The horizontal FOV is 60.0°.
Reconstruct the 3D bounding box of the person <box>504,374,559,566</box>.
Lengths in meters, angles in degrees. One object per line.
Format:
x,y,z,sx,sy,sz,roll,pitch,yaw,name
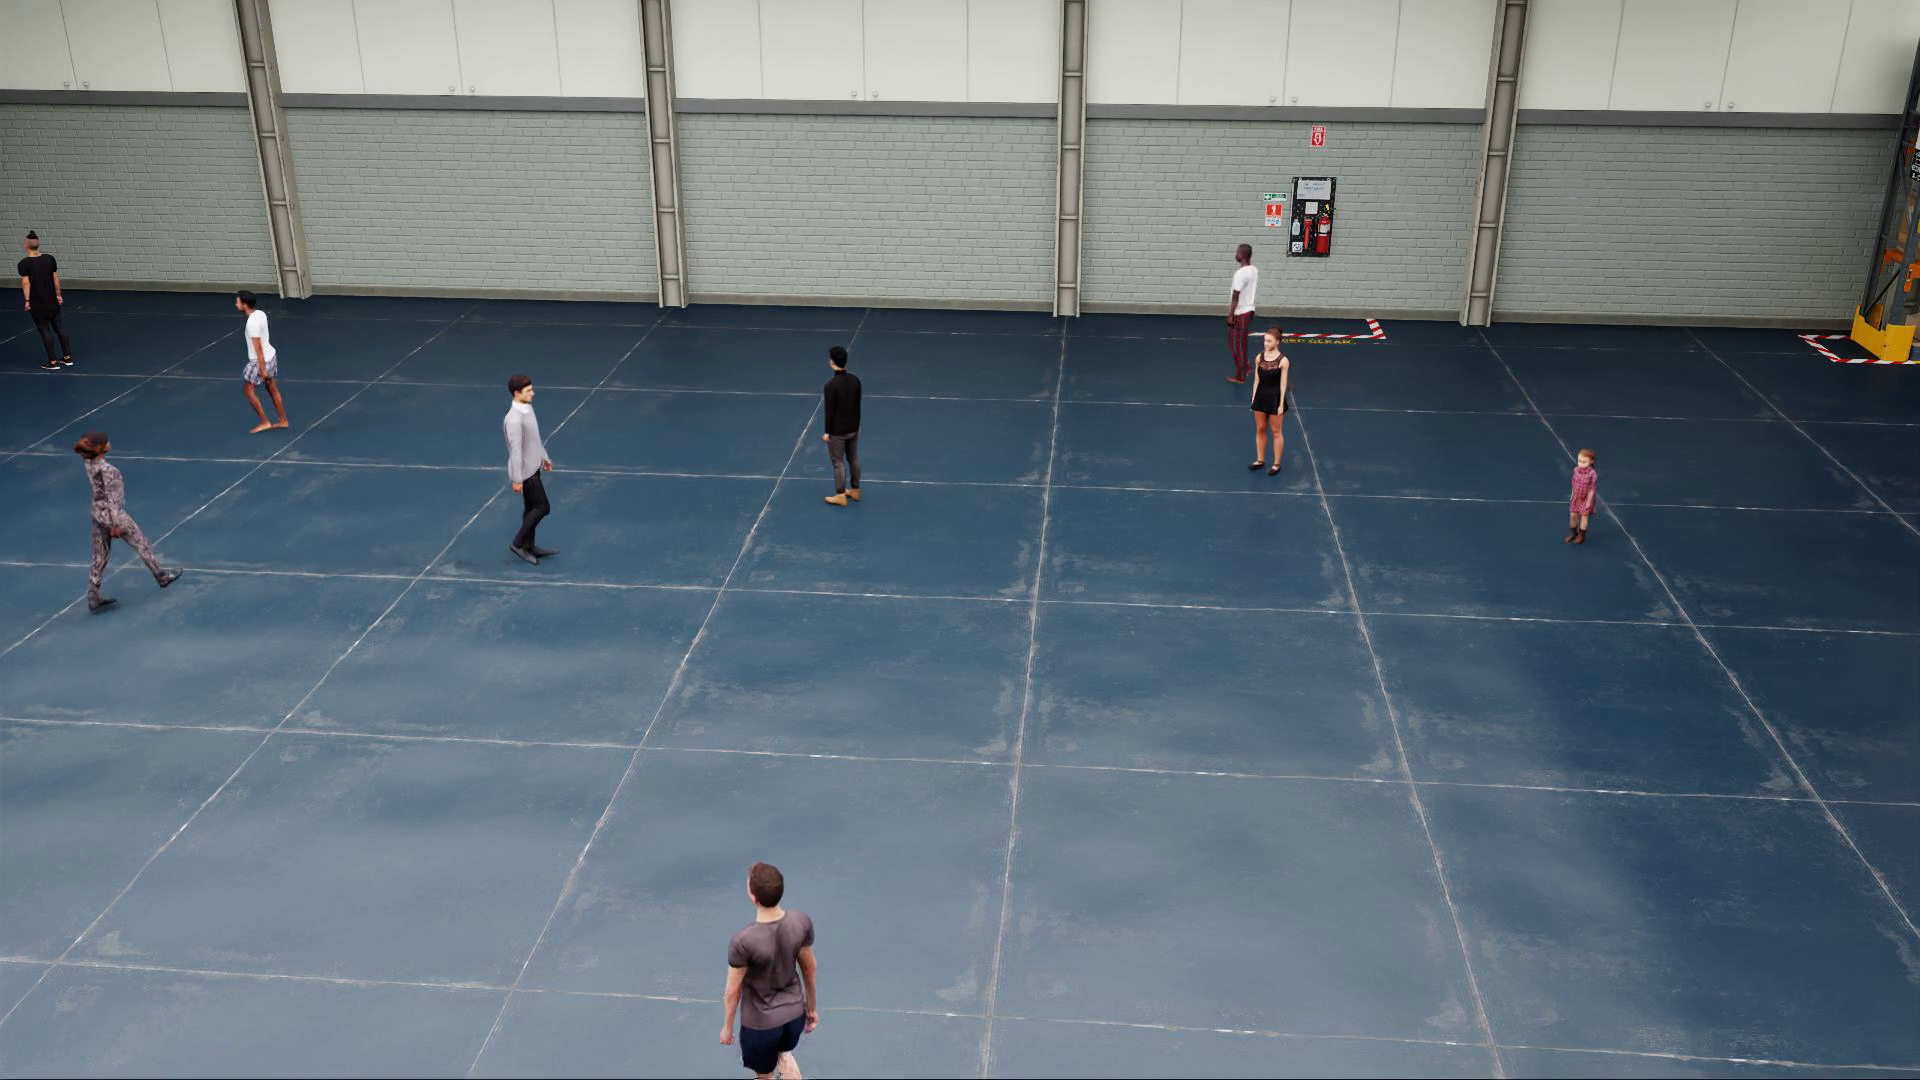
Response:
-4.306,-0.688,16.170,0.769,1.909,0.798,-2,23,-5,person

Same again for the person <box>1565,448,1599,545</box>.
6.324,-0.453,16.770,0.577,1.007,0.514,-21,31,-40,person

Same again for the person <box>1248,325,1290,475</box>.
3.461,-1.566,18.534,0.669,1.676,0.747,19,30,38,person

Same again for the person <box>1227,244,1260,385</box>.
3.724,-2.899,21.477,0.781,1.826,0.767,14,27,29,person

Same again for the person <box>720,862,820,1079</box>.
-0.940,2.535,8.681,0.824,1.840,0.884,-18,29,-36,person

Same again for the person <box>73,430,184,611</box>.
-7.866,-0.154,15.228,1.125,1.664,1.065,18,29,36,person

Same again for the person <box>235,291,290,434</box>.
-8.234,-2.134,19.822,0.694,1.712,0.708,-2,23,-5,person

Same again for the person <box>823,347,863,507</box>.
-1.244,-1.218,17.656,0.756,1.722,0.721,21,31,40,person

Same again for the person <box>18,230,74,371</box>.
-12.218,-3.215,22.168,0.731,1.865,0.769,11,26,25,person
